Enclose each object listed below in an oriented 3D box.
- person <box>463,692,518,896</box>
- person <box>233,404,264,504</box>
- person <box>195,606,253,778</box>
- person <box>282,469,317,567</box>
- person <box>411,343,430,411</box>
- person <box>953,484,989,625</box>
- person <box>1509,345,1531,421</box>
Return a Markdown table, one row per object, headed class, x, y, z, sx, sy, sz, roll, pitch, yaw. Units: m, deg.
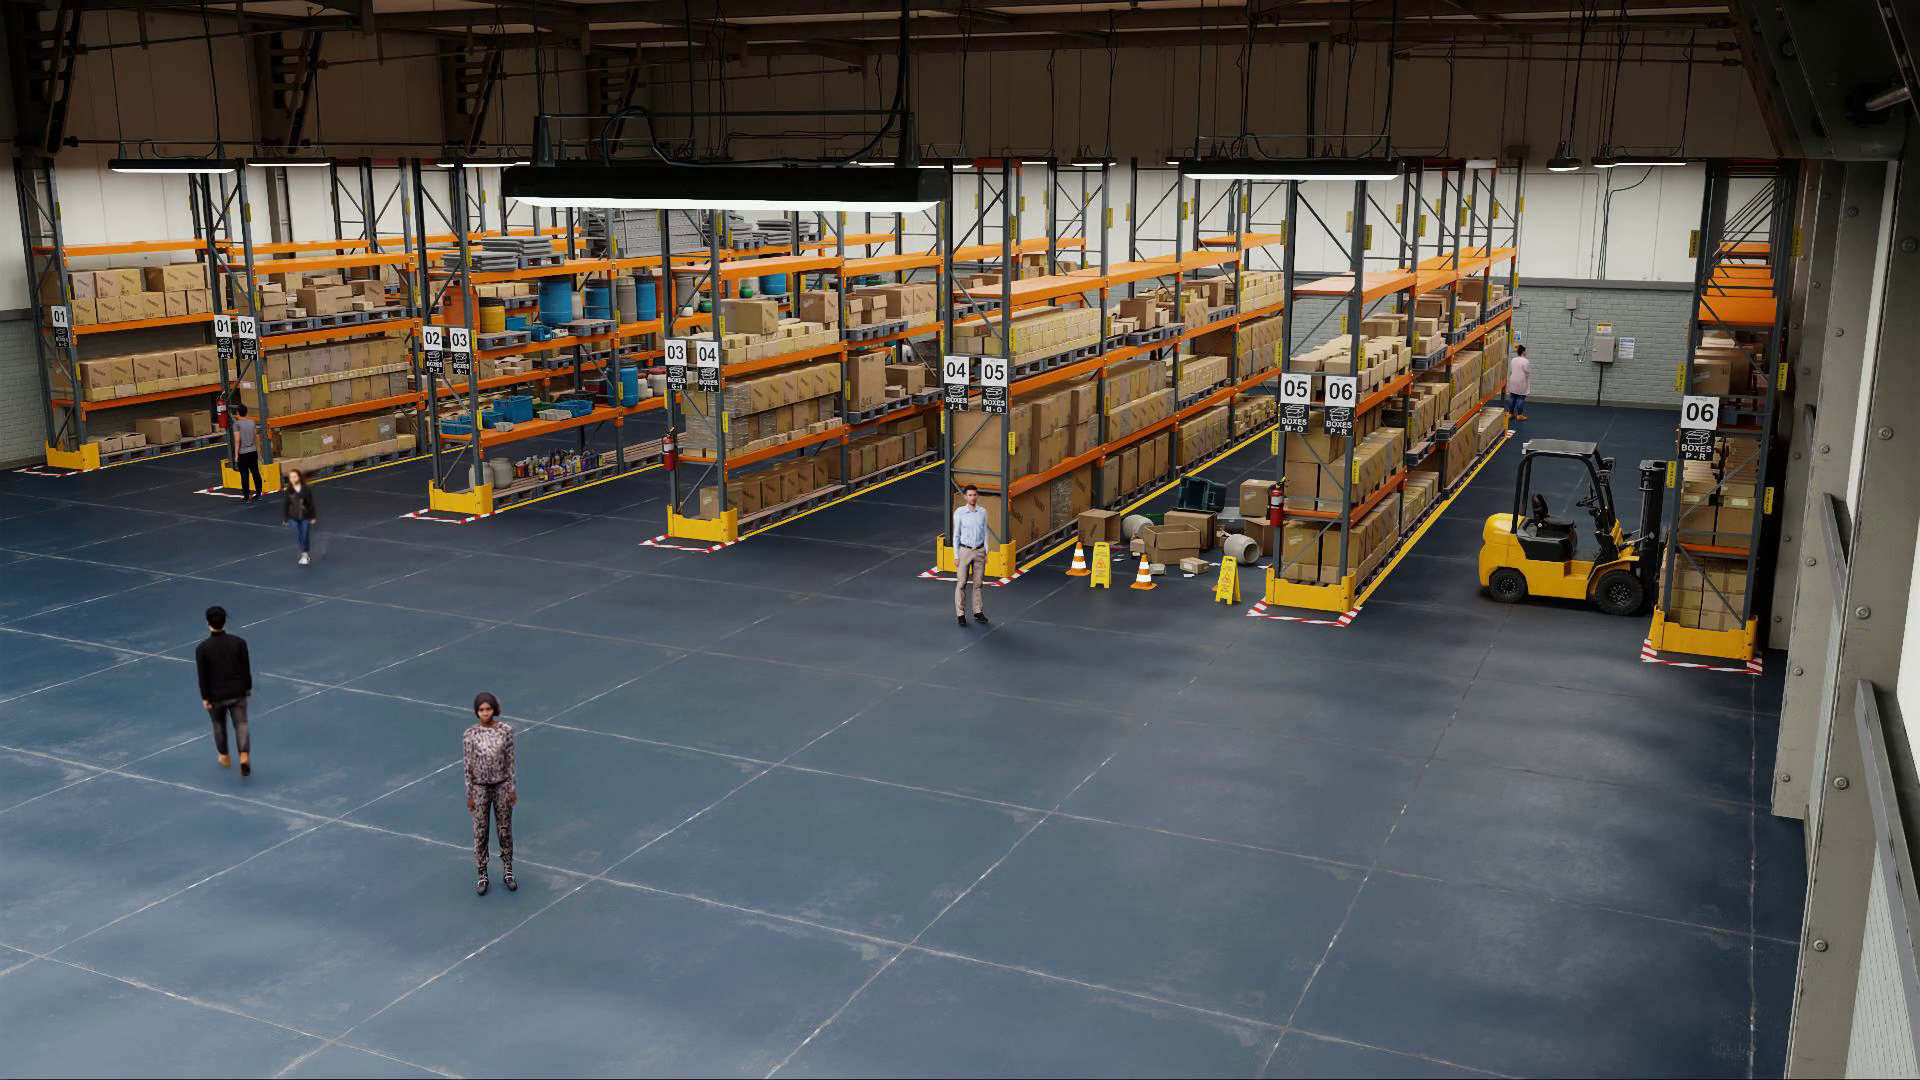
| class | x | y | z | sx | sy | sz | roll | pitch | yaw |
| --- | --- | --- | --- | --- | --- | --- | --- | --- | --- |
| person | -3.918 | 2.099 | 13.902 | 0.679 | 1.714 | 0.738 | -5 | 14 | -19 |
| person | -12.684 | -1.551 | 29.571 | 0.674 | 1.755 | 0.484 | 7 | 15 | 27 |
| person | -7.242 | 1.510 | 16.465 | 1.077 | 1.705 | 1.072 | -7 | 15 | -28 |
| person | -9.920 | -0.356 | 25.057 | 0.807 | 1.463 | 0.919 | -1 | 13 | -4 |
| person | -12.658 | -3.756 | 39.060 | 0.630 | 1.770 | 0.561 | 4 | 14 | 18 |
| person | 0.149 | 0.174 | 21.921 | 0.756 | 1.847 | 0.812 | -4 | 14 | -18 |
| person | 13.041 | -3.686 | 38.820 | 0.834 | 1.743 | 0.802 | -7 | 15 | -28 |
